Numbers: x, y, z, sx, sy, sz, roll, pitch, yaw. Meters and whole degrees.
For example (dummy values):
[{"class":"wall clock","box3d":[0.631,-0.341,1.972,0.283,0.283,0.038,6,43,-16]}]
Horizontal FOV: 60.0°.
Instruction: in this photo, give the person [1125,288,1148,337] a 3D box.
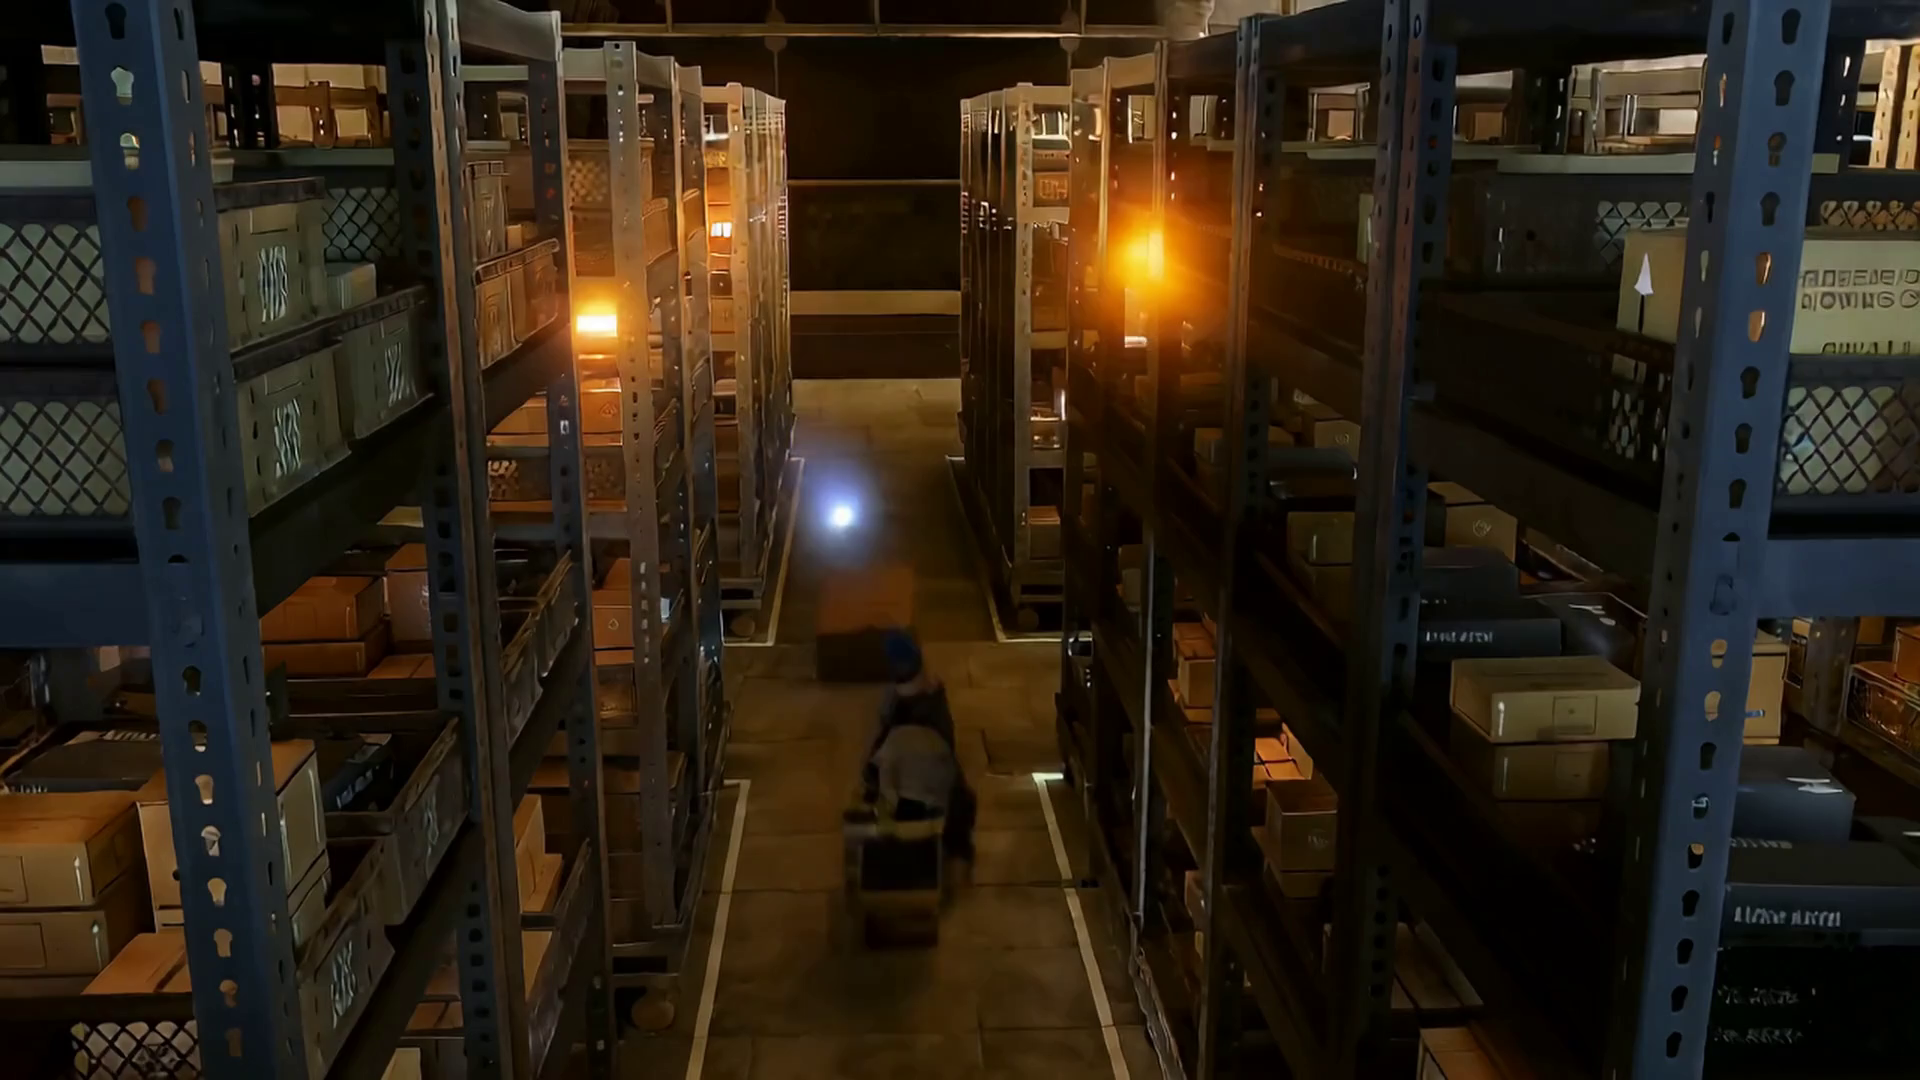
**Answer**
[{"class":"person","box3d":[1.582,-1.566,16.346,0.588,1.809,0.831,-3,14,-10]}]
